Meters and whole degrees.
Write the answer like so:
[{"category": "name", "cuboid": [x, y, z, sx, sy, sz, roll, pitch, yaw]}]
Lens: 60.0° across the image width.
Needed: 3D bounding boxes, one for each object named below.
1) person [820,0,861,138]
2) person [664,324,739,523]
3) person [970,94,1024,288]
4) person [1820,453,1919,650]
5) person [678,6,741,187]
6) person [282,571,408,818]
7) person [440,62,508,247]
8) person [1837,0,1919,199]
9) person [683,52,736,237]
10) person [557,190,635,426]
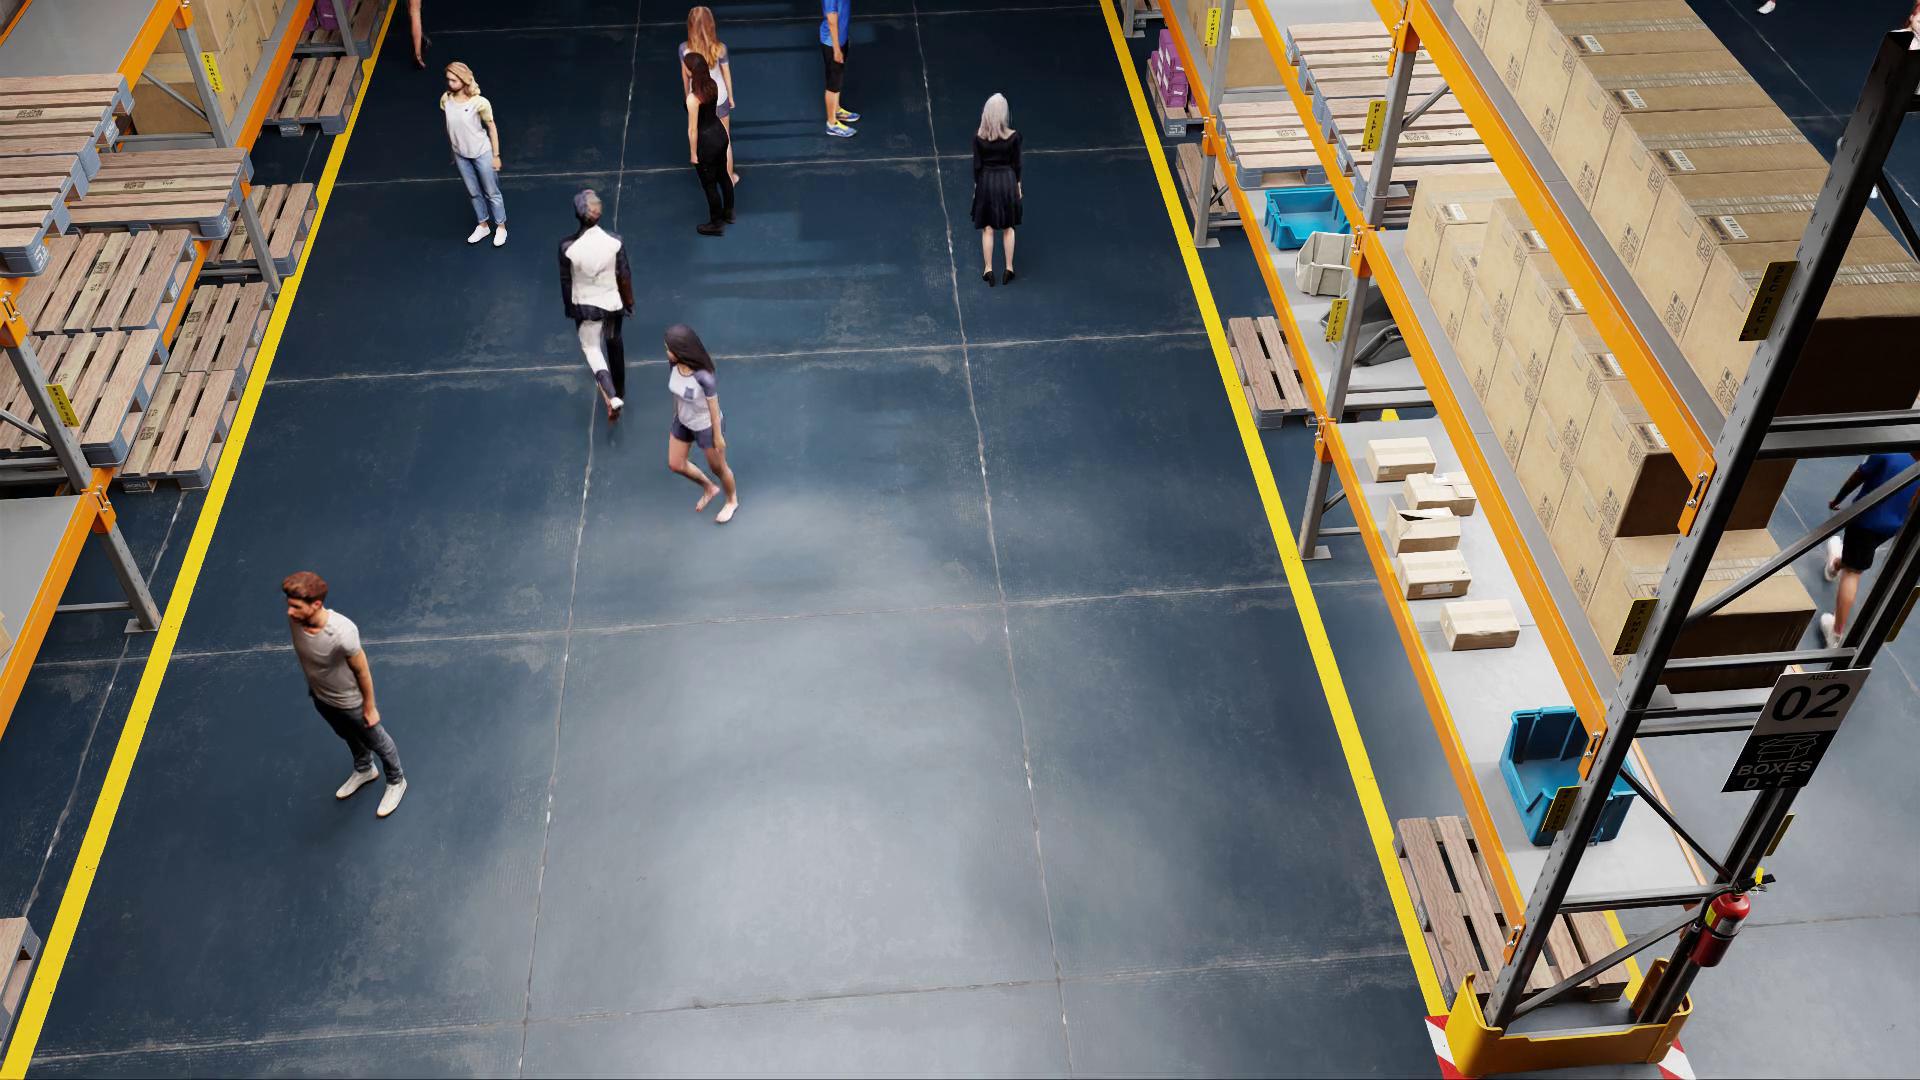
[{"category": "person", "cuboid": [-1.184, -4.739, 15.717, 0.688, 1.864, 0.525, 2, 44, 2]}, {"category": "person", "cuboid": [-1.800, -0.866, 11.779, 0.800, 1.689, 0.857, 25, 49, 24]}, {"category": "person", "cuboid": [0.311, -2.914, 13.886, 0.611, 1.747, 0.579, 0, 44, 0]}, {"category": "person", "cuboid": [6.001, -0.070, 10.852, 0.901, 1.815, 1.303, 7, 44, 7]}, {"category": "person", "cuboid": [-2.269, -3.972, 15.010, 0.612, 1.729, 0.550, -1, 44, -1]}, {"category": "person", "cuboid": [-3.633, 0.884, 9.790, 0.747, 1.899, 0.748, 19, 47, 19]}, {"category": "person", "cuboid": [-4.185, -3.342, 14.351, 0.694, 1.726, 0.657, 10, 45, 10]}, {"category": "person", "cuboid": [8.446, -4.100, 15.170, 0.662, 1.693, 1.198, 0, 44, 0]}, {"category": "person", "cuboid": [-2.189, -3.457, 14.501, 0.717, 1.686, 0.614, 16, 46, 16]}, {"category": "person", "cuboid": [-2.715, -1.723, 12.547, 0.886, 1.871, 1.122, -16, 46, -16]}]
